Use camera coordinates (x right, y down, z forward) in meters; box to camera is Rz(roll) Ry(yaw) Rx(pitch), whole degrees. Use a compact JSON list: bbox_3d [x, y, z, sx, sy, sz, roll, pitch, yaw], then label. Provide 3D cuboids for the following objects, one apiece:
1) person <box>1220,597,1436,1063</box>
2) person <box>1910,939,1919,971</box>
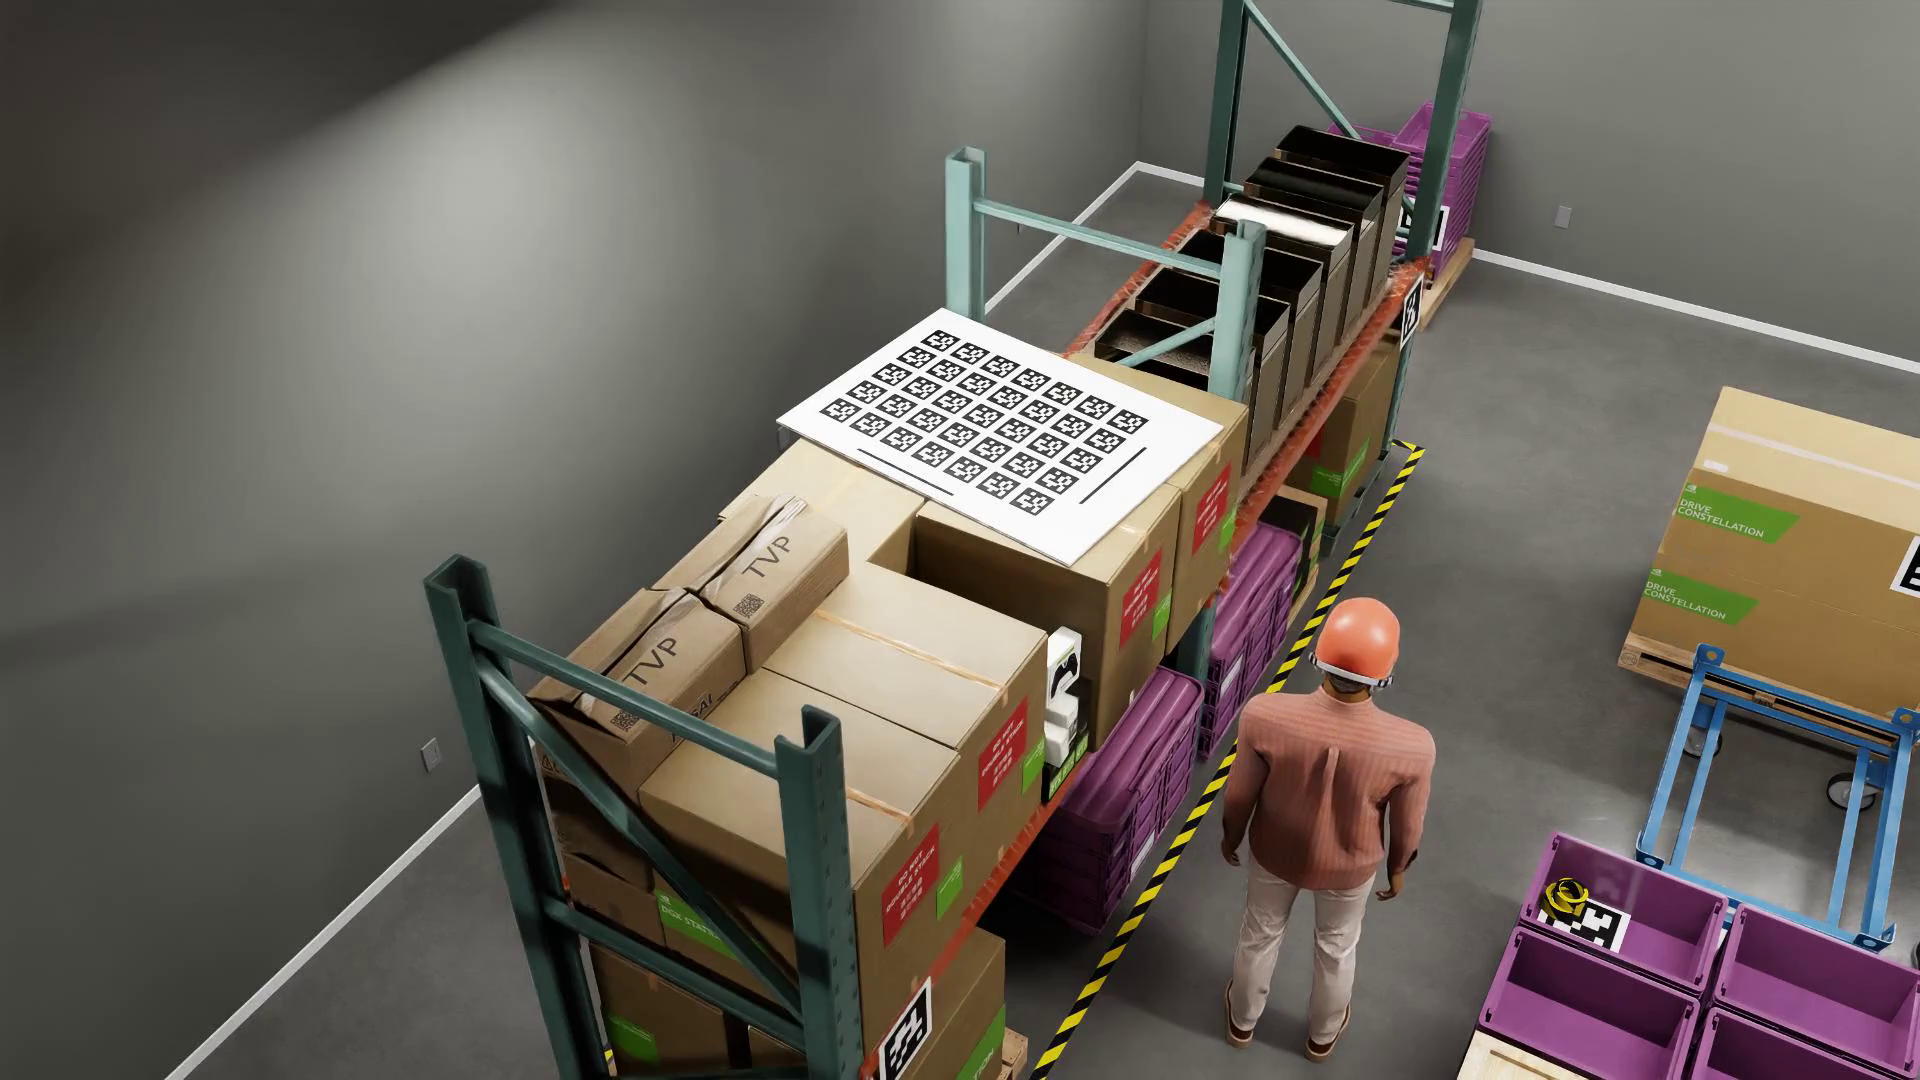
[{"bbox_3d":[1.155,0.973,5.394,0.623,1.992,0.396,10,41,12],"label":"person"},{"bbox_3d":[3.698,0.941,5.556,0.591,1.834,0.404,25,46,26],"label":"person"}]
